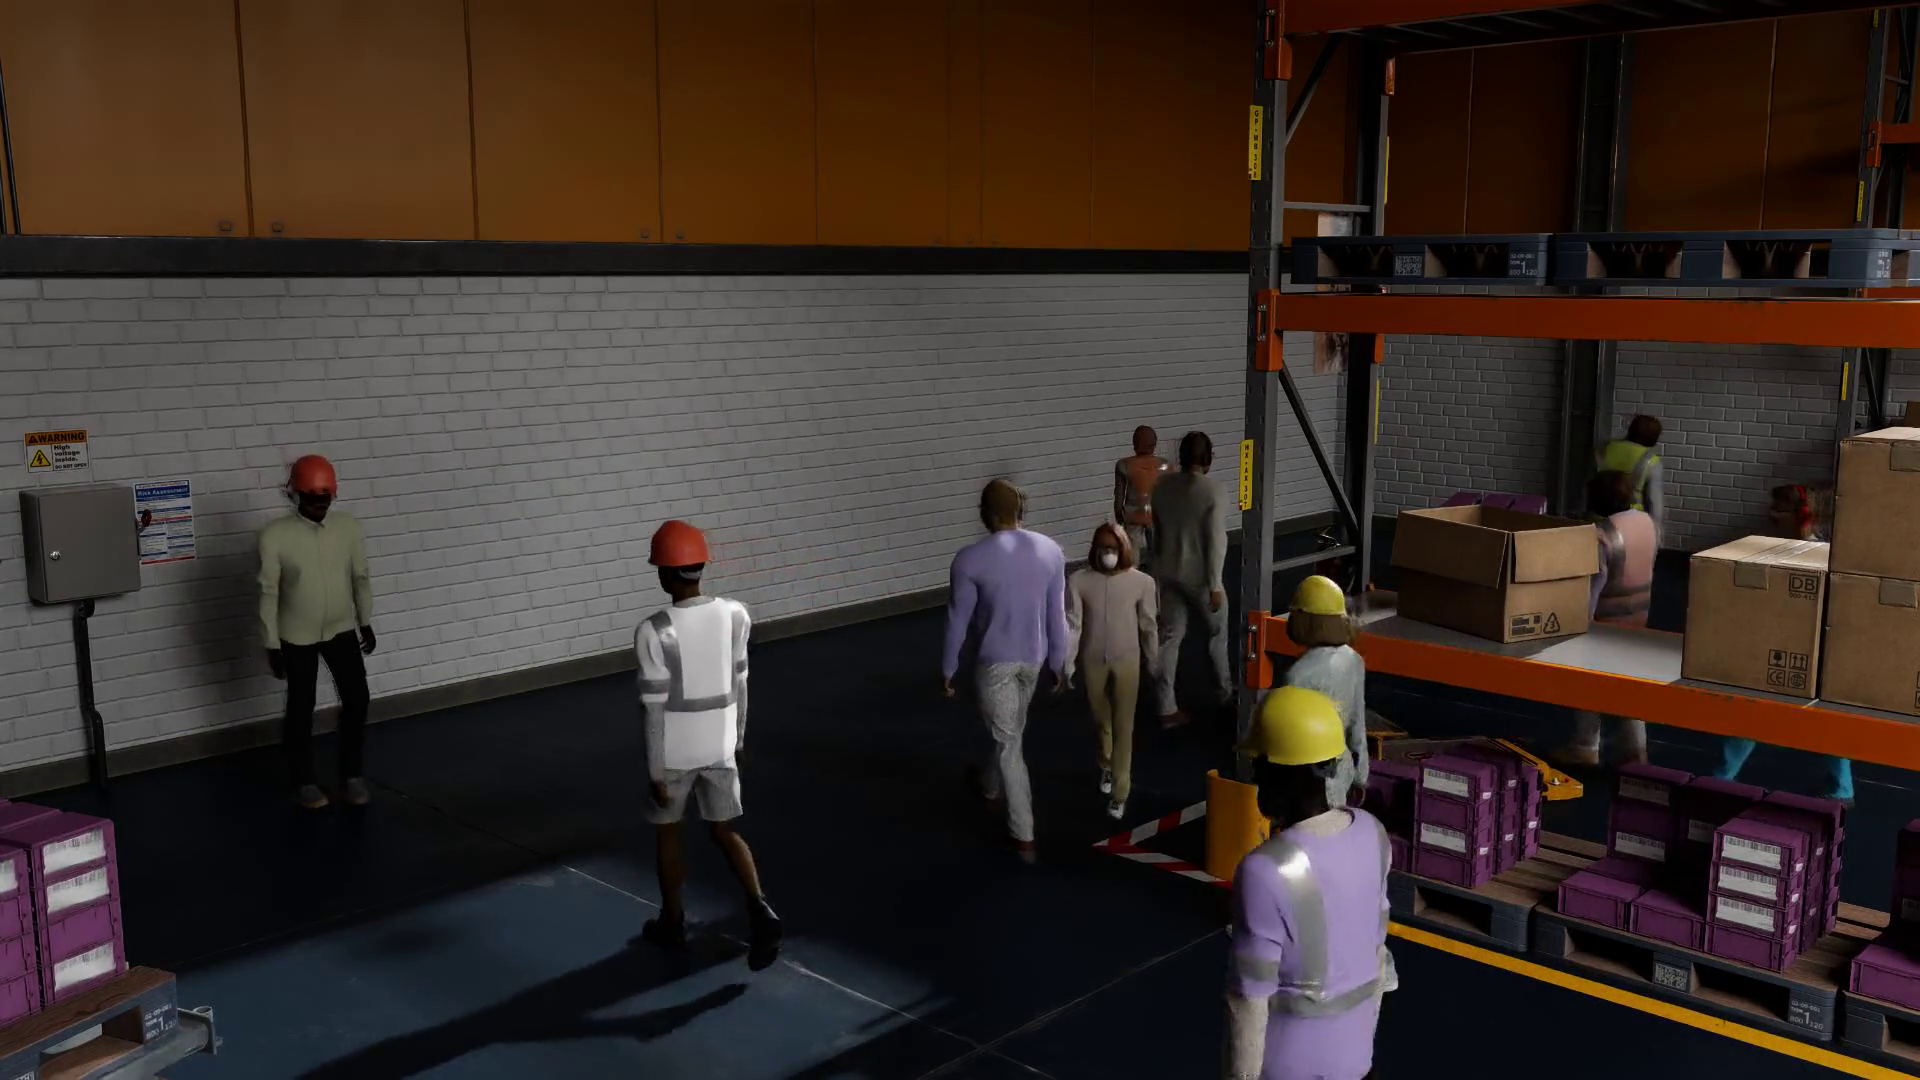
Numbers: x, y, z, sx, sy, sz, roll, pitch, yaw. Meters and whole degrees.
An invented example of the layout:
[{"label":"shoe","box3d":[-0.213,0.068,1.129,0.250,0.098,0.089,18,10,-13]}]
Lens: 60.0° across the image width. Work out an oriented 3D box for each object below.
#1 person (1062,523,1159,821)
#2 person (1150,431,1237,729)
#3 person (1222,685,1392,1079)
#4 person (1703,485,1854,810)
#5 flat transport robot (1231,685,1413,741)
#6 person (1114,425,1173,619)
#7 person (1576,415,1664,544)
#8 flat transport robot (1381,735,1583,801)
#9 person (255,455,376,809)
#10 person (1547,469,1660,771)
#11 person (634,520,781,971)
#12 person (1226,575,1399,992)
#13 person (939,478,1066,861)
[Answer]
[{"label":"person","box3d":[0.821,0.686,9.095,0.520,1.583,0.854,2,10,13]},{"label":"person","box3d":[1.571,0.247,10.786,0.828,1.909,0.649,-8,12,-42]},{"label":"person","box3d":[0.903,1.319,4.241,0.522,1.913,0.593,8,12,40]},{"label":"person","box3d":[4.452,0.599,8.982,0.954,1.794,0.590,0,9,0]},{"label":"flat transport robot","box3d":[2.215,1.145,10.302,0.652,0.197,1.431,-2,9,-10]},{"label":"person","box3d":[1.553,-0.146,14.024,0.514,1.645,0.308,1,9,9]},{"label":"person","box3d":[5.391,-0.141,13.577,0.435,1.784,0.757,-6,11,-35]},{"label":"flat transport robot","box3d":[2.678,1.300,9.351,1.431,0.197,0.652,-2,9,-10]},{"label":"person","box3d":[-3.467,0.508,9.032,0.631,1.963,0.700,9,13,44]},{"label":"person","box3d":[3.808,0.483,9.692,0.686,1.804,0.647,-5,11,-30]},{"label":"person","box3d":[-1.083,0.871,6.971,0.554,1.916,0.804,-7,12,-36]},{"label":"person","box3d":[1.496,0.989,6.893,0.891,1.698,0.501,9,13,43]},{"label":"person","box3d":[0.176,0.619,8.591,0.645,1.883,1.015,-5,11,-30]}]
